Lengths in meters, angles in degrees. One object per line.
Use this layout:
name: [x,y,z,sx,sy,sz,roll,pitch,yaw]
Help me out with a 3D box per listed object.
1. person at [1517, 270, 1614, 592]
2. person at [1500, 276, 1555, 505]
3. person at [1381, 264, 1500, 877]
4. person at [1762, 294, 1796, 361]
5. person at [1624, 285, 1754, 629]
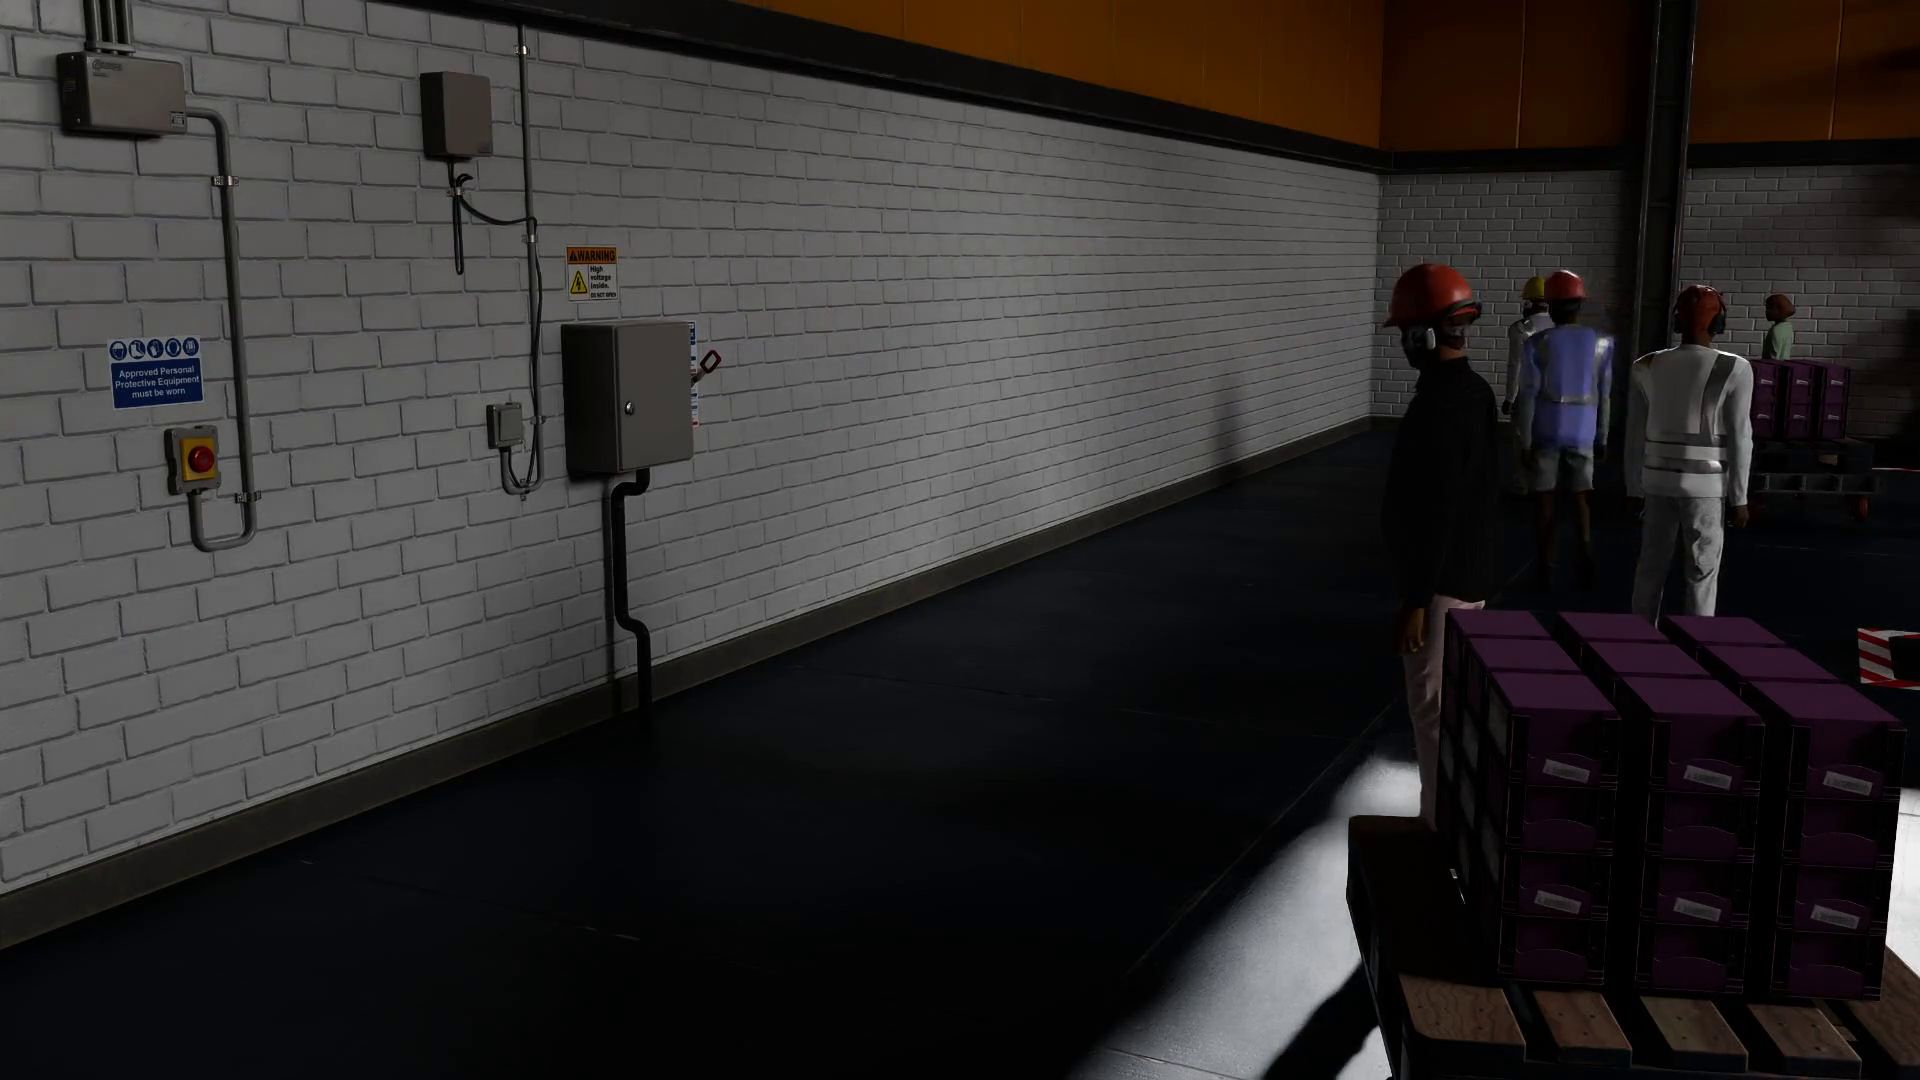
person: [3.554,-0.614,9.771,0.568,1.924,0.551,1,10,4]
person: [4.601,-1.193,13.383,0.590,1.833,0.404,-5,11,-27]
person: [1.487,0.134,5.252,0.401,1.986,0.612,5,11,29]
person: [7.758,-1.519,15.849,0.289,1.632,0.497,8,12,37]
person: [3.353,-0.232,7.699,0.347,1.879,0.580,-8,13,-39]
